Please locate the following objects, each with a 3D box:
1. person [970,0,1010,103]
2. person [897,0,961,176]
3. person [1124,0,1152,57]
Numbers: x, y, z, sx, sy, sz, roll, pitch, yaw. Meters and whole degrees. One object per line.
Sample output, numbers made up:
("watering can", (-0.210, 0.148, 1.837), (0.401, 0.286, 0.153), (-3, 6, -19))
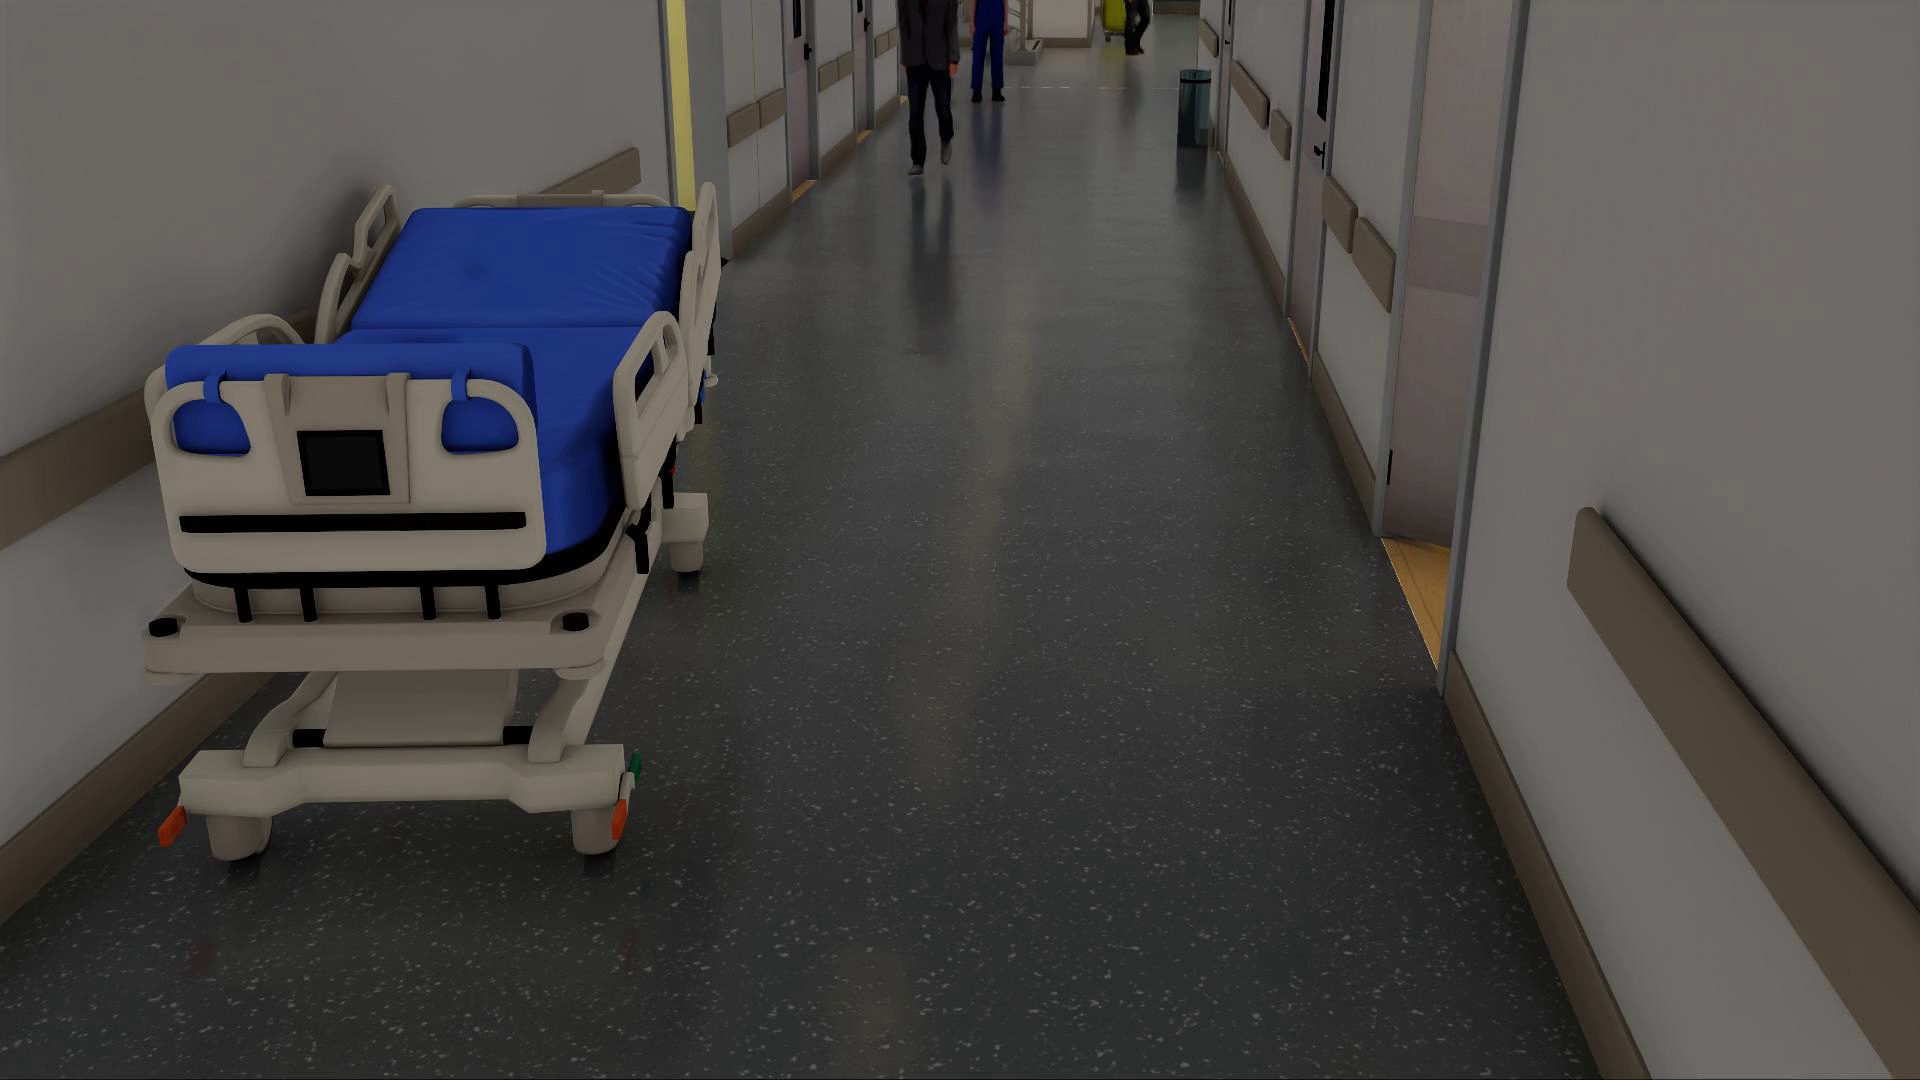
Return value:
("person", (0.354, -6.160, 19.712), (0.570, 1.849, 0.735), (-2, 21, -6))
("person", (-0.243, -4.048, 14.139), (0.972, 1.847, 0.795), (4, 21, 9))
("person", (2.654, -8.461, 25.858), (0.769, 1.799, 0.826), (-18, 27, -38))
